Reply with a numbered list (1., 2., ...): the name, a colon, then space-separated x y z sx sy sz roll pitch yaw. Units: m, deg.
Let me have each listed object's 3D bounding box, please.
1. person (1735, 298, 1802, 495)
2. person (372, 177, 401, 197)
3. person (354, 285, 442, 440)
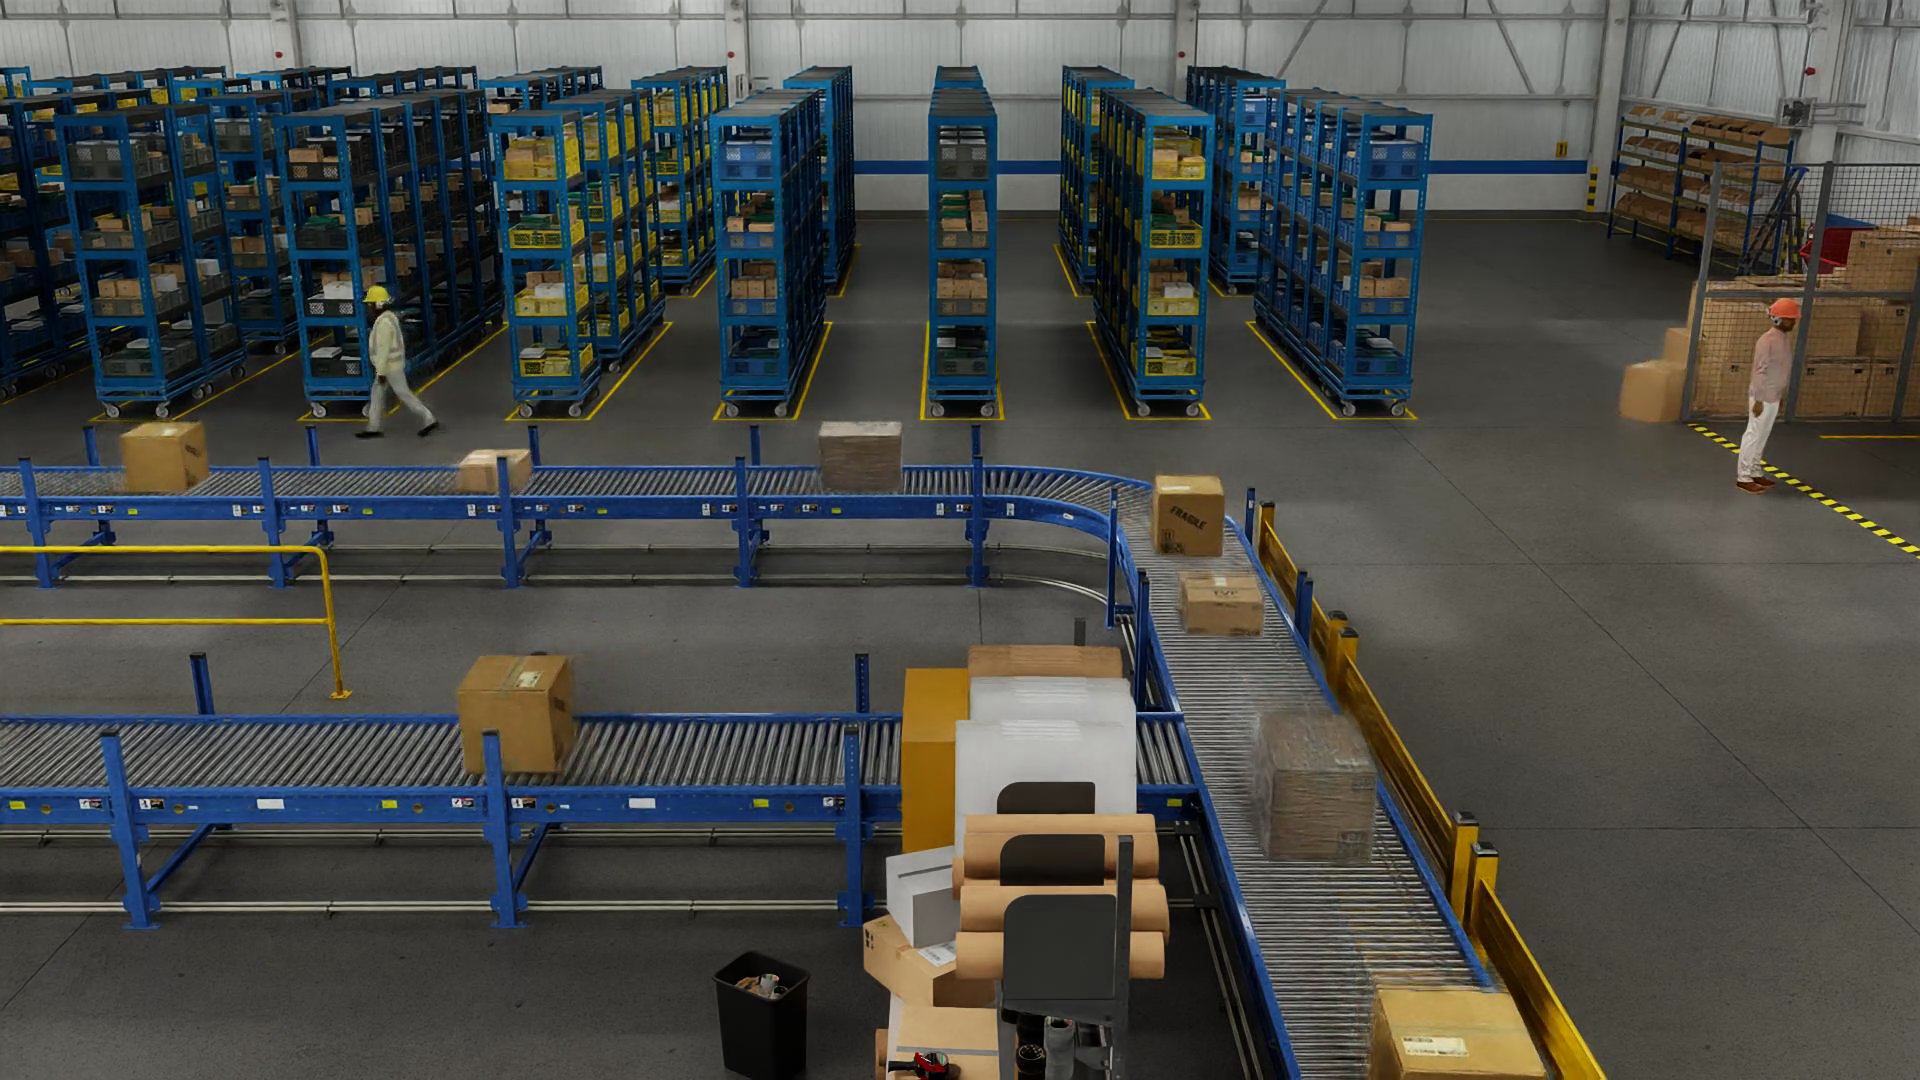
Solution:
1. person: 8.250 -1.473 16.950 0.613 1.995 0.390 -16 24 -40
2. person: -11.791 -7.027 34.417 0.976 1.782 0.685 17 24 41
3. person: -6.466 -2.021 18.984 0.949 1.789 0.599 -6 19 -18
